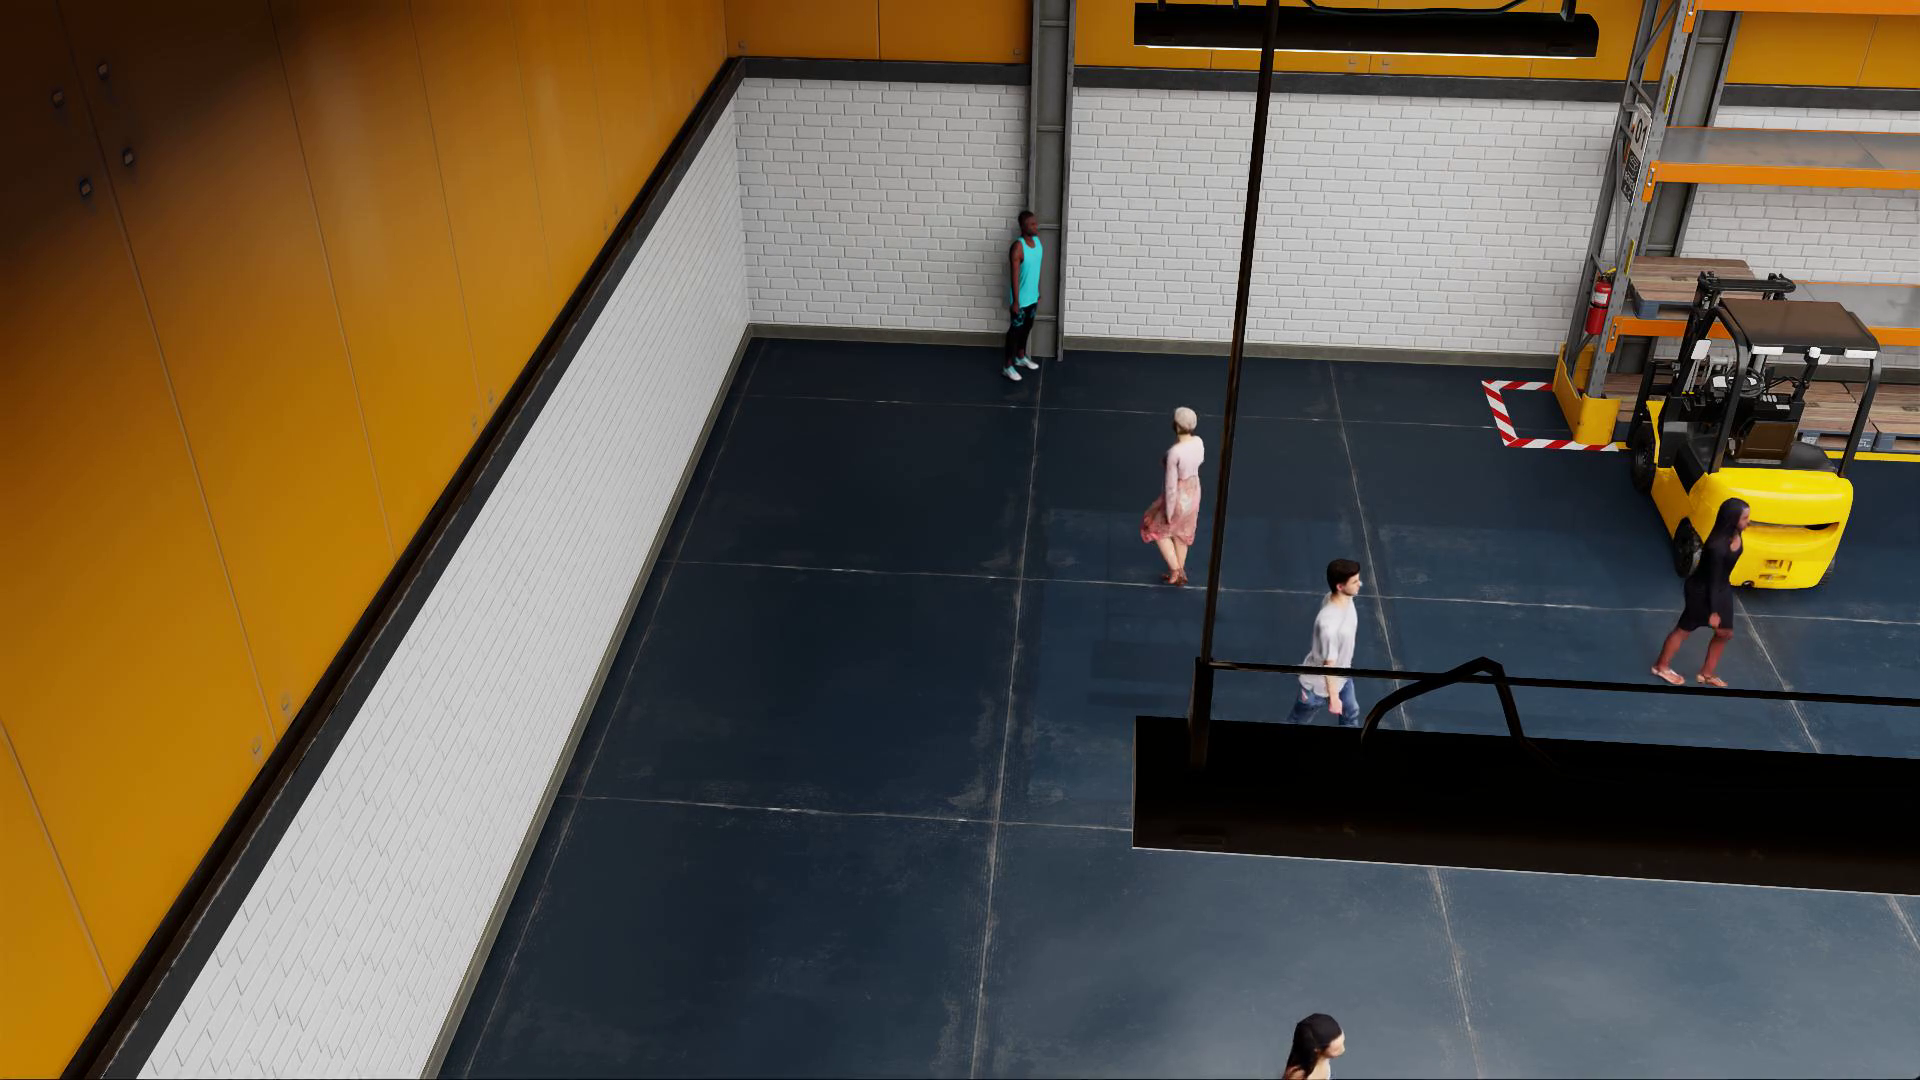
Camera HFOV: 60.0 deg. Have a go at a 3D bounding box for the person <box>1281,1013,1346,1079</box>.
[{"bbox_3d":[1.635,3.008,8.620,1.010,1.689,0.730,11,35,16],"label":"person"}]

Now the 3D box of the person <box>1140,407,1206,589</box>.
[{"bbox_3d":[1.846,-0.298,13.602,0.760,1.680,0.820,-25,41,-33],"label":"person"}]

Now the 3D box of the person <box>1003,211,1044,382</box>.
[{"bbox_3d":[0.633,-2.477,16.774,0.734,1.798,0.712,21,39,29],"label":"person"}]

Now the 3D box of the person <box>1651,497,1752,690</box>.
[{"bbox_3d":[5.534,0.393,12.542,0.856,1.703,0.934,-29,43,-36],"label":"person"}]

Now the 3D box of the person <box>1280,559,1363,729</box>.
[{"bbox_3d":[2.478,0.916,11.624,1.263,1.848,0.988,16,37,22],"label":"person"}]
